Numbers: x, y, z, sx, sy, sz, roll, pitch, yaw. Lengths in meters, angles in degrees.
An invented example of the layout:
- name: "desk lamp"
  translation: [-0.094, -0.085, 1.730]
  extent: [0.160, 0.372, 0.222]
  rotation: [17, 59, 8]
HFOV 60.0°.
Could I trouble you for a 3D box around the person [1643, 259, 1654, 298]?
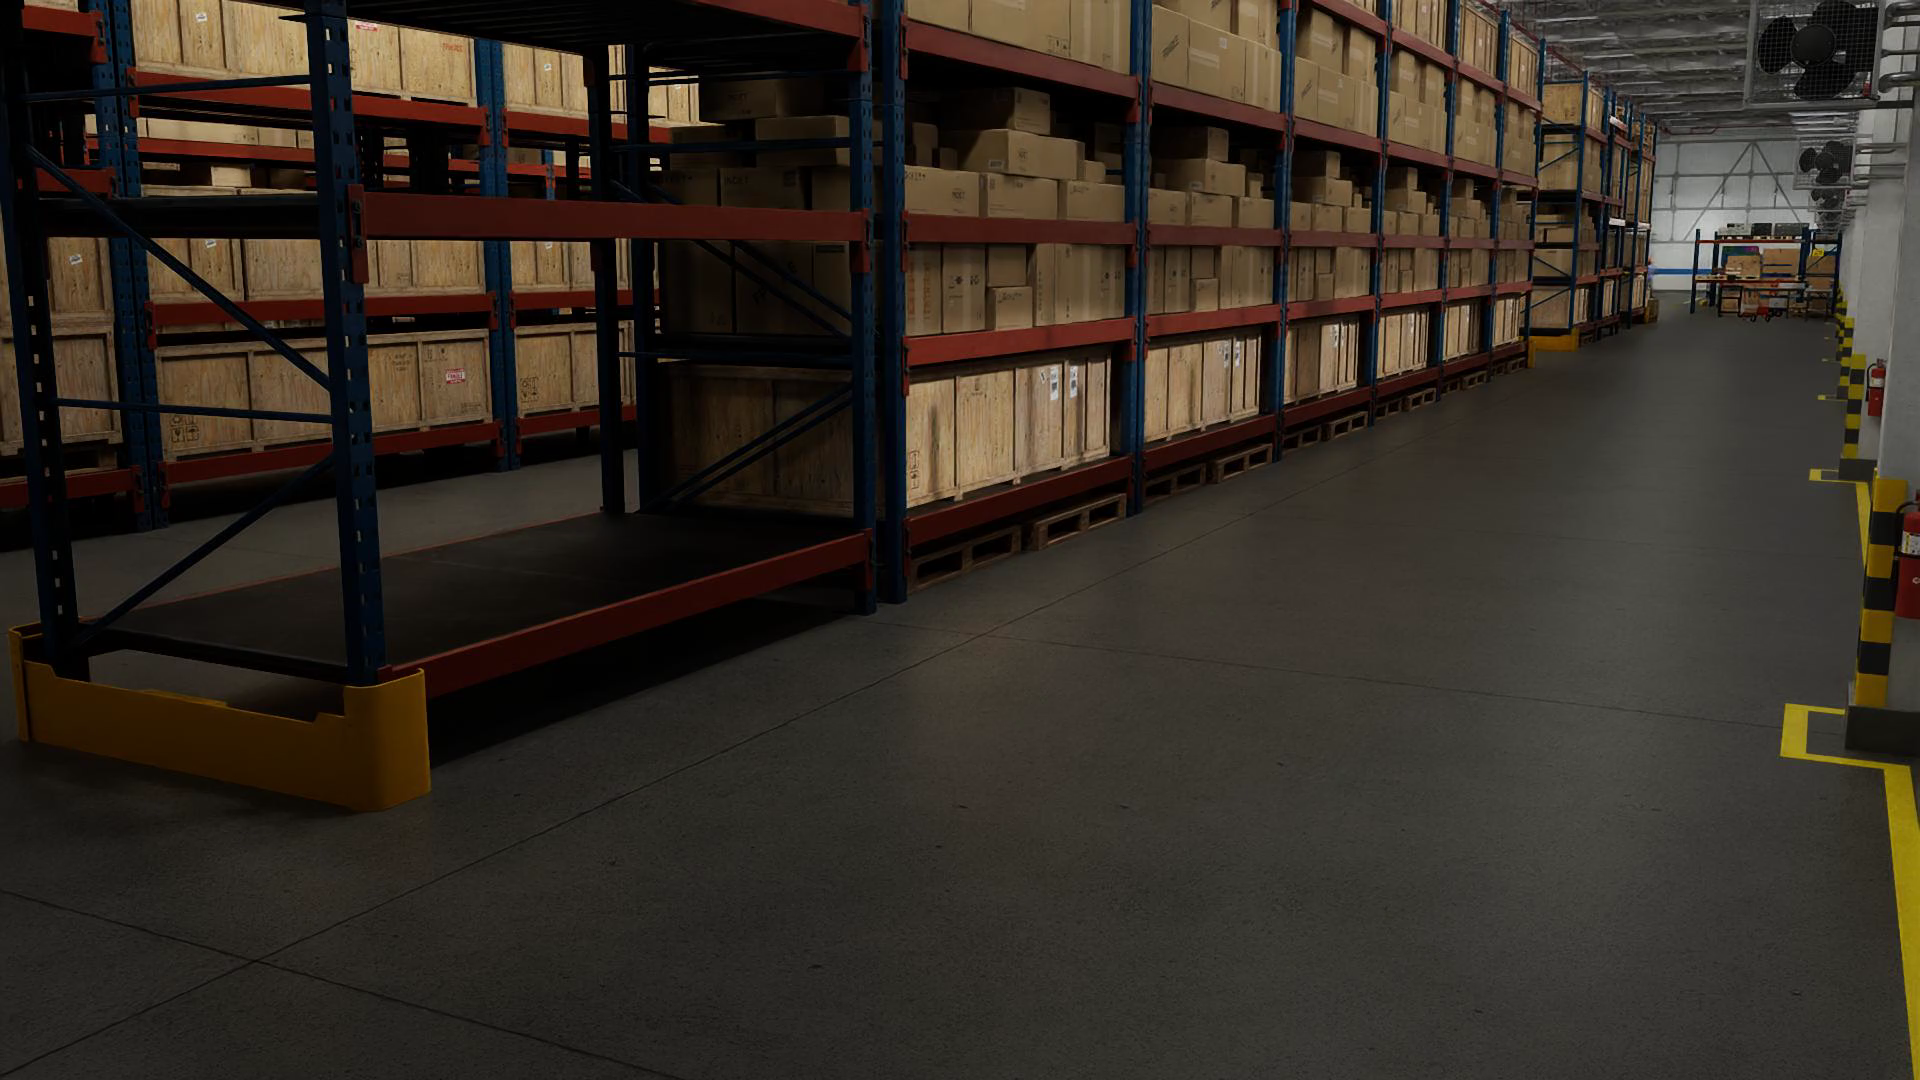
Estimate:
- name: "person"
  translation: [33.317, -12.652, 80.475]
  extent: [0.548, 1.896, 0.994]
  rotation: [1, 10, 5]
